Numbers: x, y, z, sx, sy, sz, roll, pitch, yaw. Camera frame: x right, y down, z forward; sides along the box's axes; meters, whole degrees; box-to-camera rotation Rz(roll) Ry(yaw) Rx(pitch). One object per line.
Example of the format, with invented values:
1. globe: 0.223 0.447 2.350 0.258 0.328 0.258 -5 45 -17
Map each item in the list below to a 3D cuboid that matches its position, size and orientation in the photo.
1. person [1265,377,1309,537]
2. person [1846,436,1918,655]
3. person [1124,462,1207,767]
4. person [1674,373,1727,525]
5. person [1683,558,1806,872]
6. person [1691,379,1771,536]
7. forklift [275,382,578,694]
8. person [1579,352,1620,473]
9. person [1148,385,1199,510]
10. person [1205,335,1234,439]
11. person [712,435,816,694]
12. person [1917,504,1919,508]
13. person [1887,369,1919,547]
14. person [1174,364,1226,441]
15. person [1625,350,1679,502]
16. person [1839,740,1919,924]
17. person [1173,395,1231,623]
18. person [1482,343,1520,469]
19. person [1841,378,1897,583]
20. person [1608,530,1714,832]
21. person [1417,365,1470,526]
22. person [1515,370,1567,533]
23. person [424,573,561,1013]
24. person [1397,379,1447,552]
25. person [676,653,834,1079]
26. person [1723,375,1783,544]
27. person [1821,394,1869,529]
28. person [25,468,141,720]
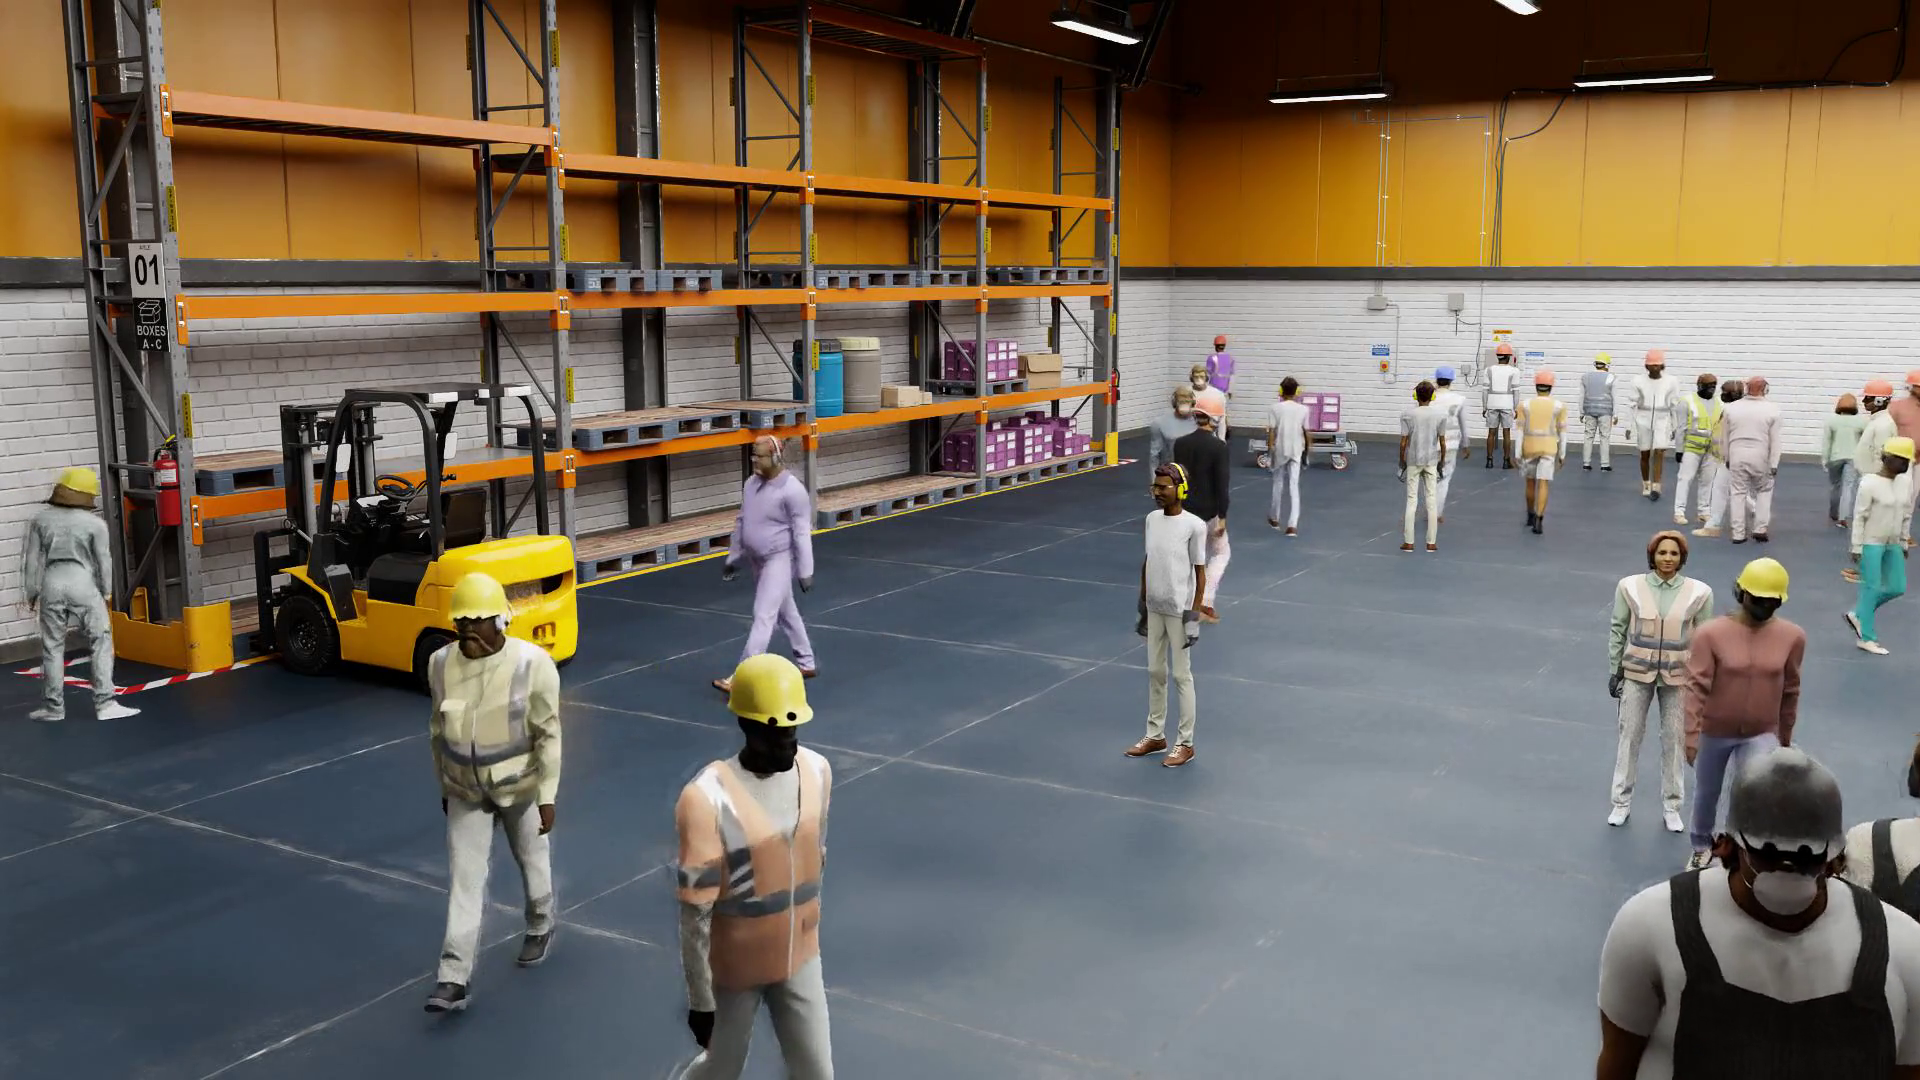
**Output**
1. person: 3.792 -0.976 19.261 0.547 1.819 0.975 0 9 0
2. person: 7.273 0.035 13.182 0.540 1.734 0.452 -3 10 -18
3. person: 1.273 0.448 10.210 0.328 1.872 0.513 -8 12 -40
4. person: 8.884 -1.086 19.942 0.639 1.831 0.431 -1 9 -7
5. person: 3.698 0.902 7.912 0.539 1.709 0.920 2 9 11
6. person: 8.883 -0.933 19.023 0.831 1.818 0.634 1 9 8
7. forklift: -3.974 -0.067 12.417 2.313 2.155 1.214 5 11 30
8. person: 9.697 -1.937 25.222 0.600 1.827 0.403 7 12 39
9. person: 2.199 -0.598 16.582 0.639 1.923 0.730 1 9 9
10. person: 4.736 -2.780 30.299 0.560 1.904 0.954 -5 10 -27
11. person: -1.410 0.176 11.968 1.003 1.854 0.646 -7 11 -37
12. person: 12.409 -1.268 20.906 0.652 1.883 0.816 1 9 9
13. person: 10.458 -0.887 18.232 0.615 1.978 0.518 -2 9 -10
14. person: 2.911 -1.173 20.202 0.641 1.917 0.659 1 9 5
15. person: 9.161 -1.510 22.049 0.638 1.985 1.042 4 10 23
16. person: 2.643 1.391 4.485 0.607 1.826 0.537 -4 10 -22
17. person: 2.062 -0.246 14.202 0.638 1.969 0.485 8 12 42
18. person: 8.342 -2.059 25.657 0.551 1.932 0.367 4 10 26
19. person: 8.890 -0.574 16.206 0.377 1.995 0.608 4 10 24
20. person: 3.777 0.754 9.007 0.516 1.645 0.308 4 10 21
21. person: 5.833 -1.142 20.016 0.615 1.910 0.883 6 11 34
22. person: 6.800 -1.038 19.488 0.557 1.889 0.944 4 10 25
23. person: -1.947 1.017 6.917 0.607 1.780 0.942 1 9 6
24. person: 4.993 -0.797 17.986 0.513 1.872 0.328 1 9 8
25. person: -0.666 1.250 5.170 0.935 1.891 0.599 9 13 44
26. person: 8.851 -0.898 18.569 0.660 1.890 0.588 7 12 39
27. person: 10.519 -0.939 19.777 0.508 1.579 0.884 5 10 27
28. person: -5.954 0.370 11.202 0.768 1.707 0.349 -1 9 -7
